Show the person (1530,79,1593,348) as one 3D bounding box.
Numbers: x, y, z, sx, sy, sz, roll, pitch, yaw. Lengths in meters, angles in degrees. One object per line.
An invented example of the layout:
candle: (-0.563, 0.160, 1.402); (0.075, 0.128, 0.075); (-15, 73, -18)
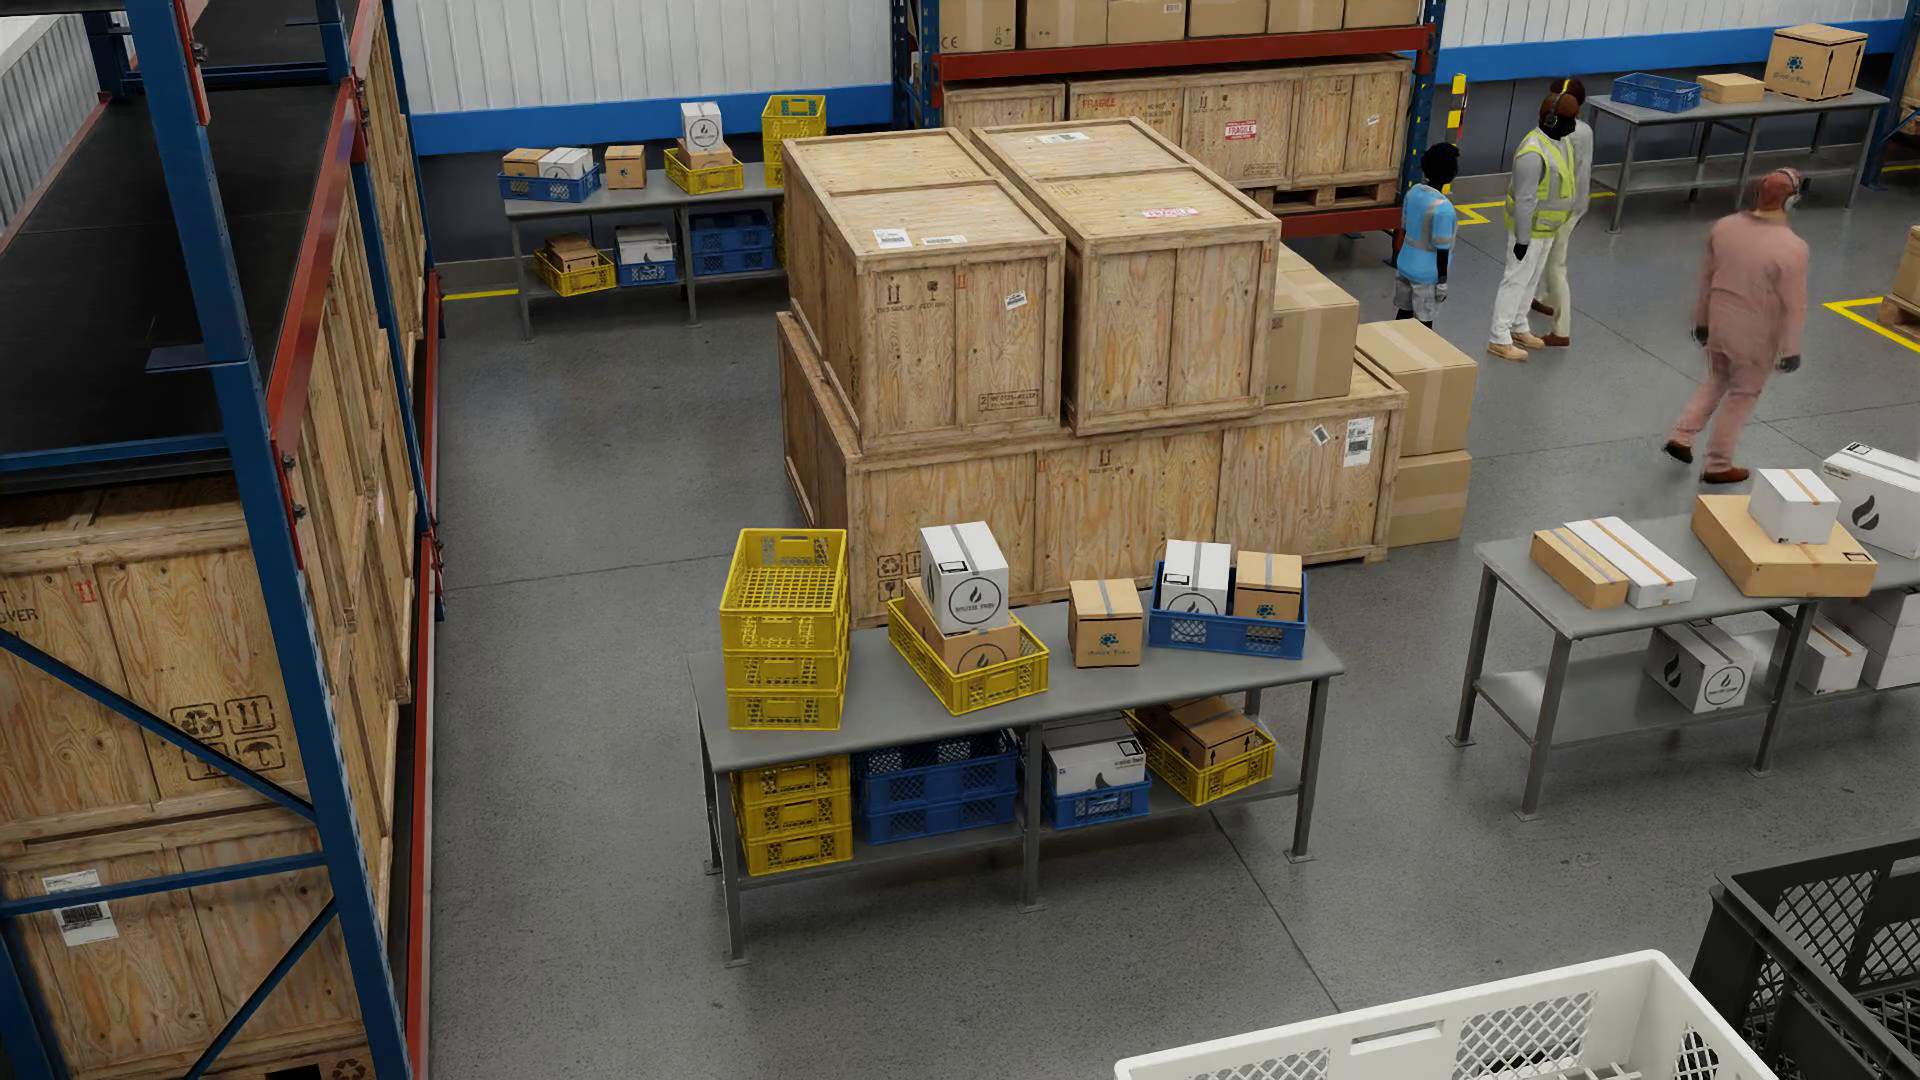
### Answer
person: (4.264, -2.346, 11.758); (0.521, 1.832, 0.700); (17, 33, 27)

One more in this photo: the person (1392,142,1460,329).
person: (3.001, -1.726, 10.753); (0.318, 1.697, 0.535); (-7, 30, -12)

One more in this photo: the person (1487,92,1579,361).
person: (3.940, -2.140, 11.371); (0.430, 1.836, 0.619); (19, 34, 30)

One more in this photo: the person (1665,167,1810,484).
person: (4.547, -1.207, 9.607); (0.409, 1.897, 0.663); (-10, 30, -17)
